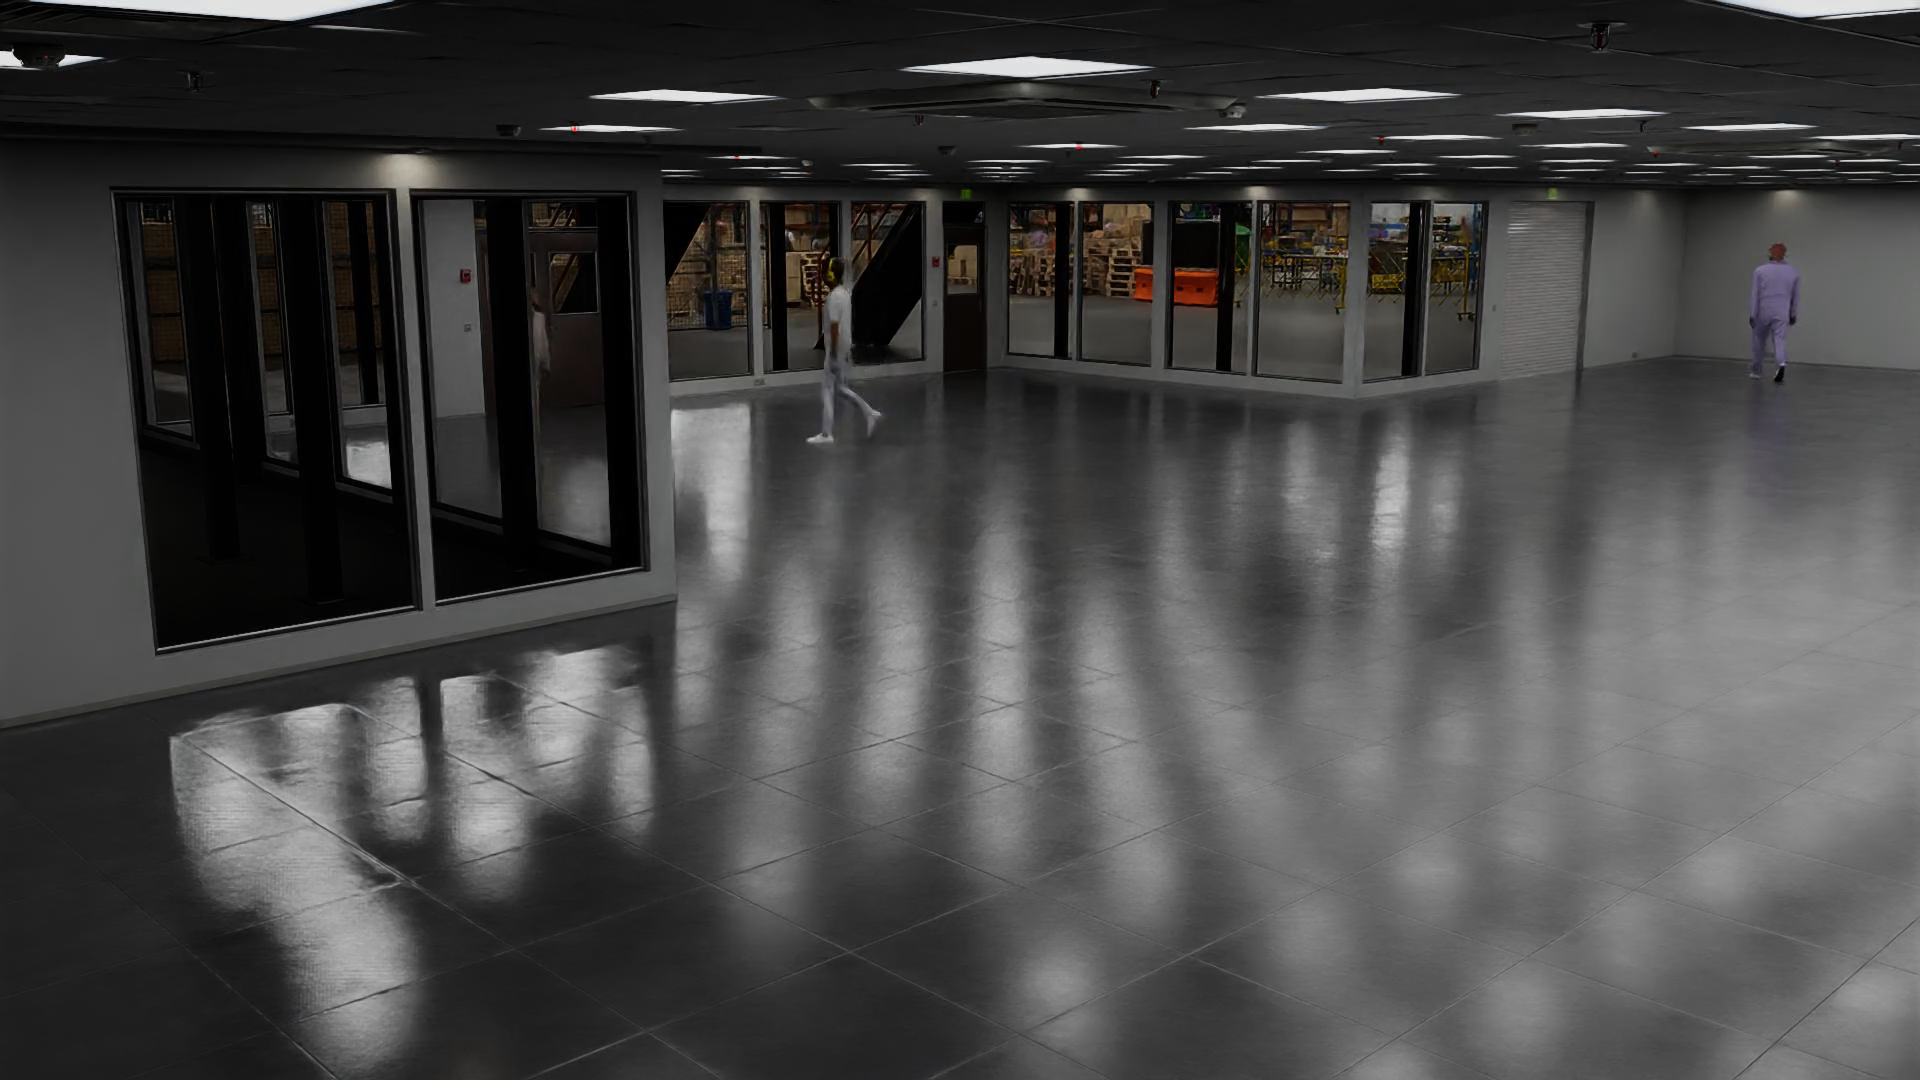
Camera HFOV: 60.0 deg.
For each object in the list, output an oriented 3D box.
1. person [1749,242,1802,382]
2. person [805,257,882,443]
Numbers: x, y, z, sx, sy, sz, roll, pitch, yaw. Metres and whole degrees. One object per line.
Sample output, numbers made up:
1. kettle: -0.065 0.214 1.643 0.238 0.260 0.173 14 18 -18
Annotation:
1. person: 11.020 -3.083 22.504 0.649 1.872 0.889 2 11 10
2. person: -1.173 -1.865 16.453 0.701 1.856 0.524 4 12 18
